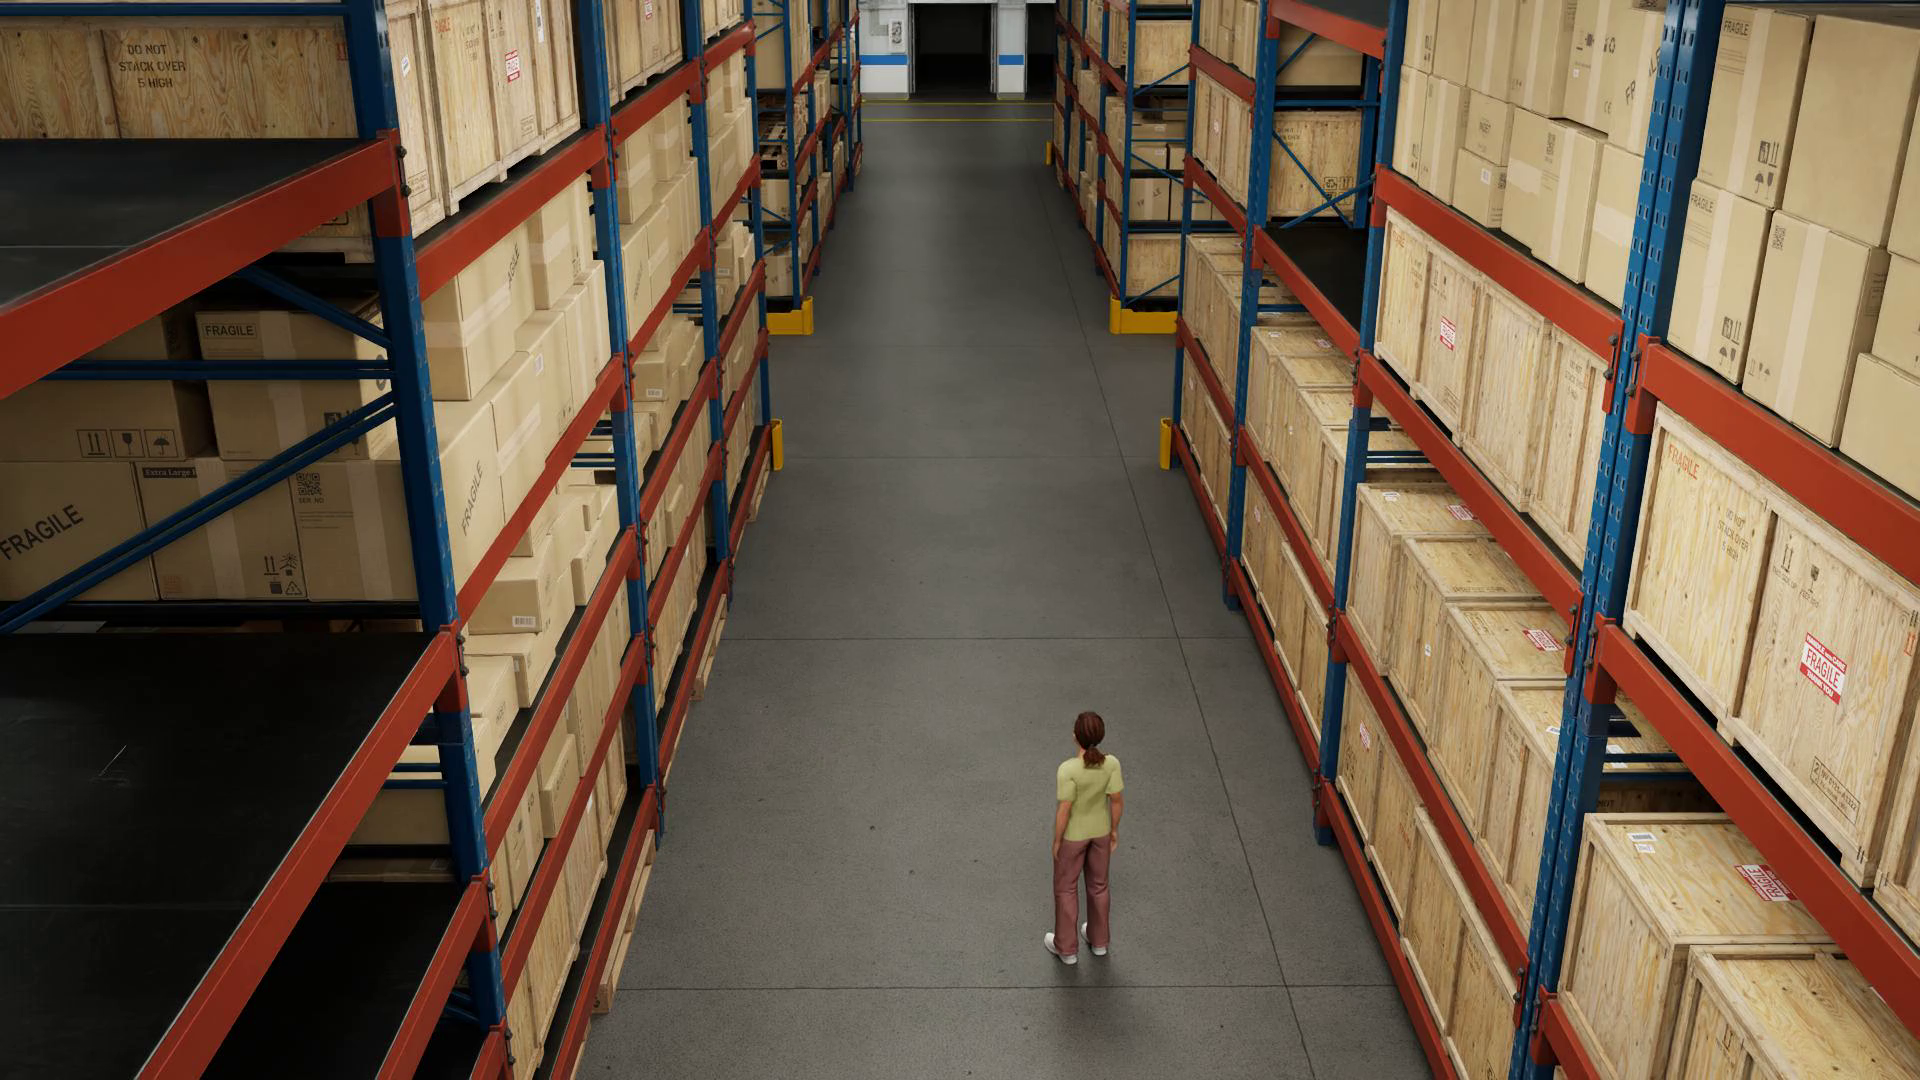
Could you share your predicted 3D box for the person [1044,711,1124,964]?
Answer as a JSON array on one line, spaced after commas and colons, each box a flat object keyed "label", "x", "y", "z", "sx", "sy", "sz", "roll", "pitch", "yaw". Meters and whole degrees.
[{"label": "person", "x": 0.741, "y": 1.790, "z": 10.097, "sx": 0.433, "sy": 1.672, "sz": 0.385, "roll": -8, "pitch": 23, "yaw": -20}]
